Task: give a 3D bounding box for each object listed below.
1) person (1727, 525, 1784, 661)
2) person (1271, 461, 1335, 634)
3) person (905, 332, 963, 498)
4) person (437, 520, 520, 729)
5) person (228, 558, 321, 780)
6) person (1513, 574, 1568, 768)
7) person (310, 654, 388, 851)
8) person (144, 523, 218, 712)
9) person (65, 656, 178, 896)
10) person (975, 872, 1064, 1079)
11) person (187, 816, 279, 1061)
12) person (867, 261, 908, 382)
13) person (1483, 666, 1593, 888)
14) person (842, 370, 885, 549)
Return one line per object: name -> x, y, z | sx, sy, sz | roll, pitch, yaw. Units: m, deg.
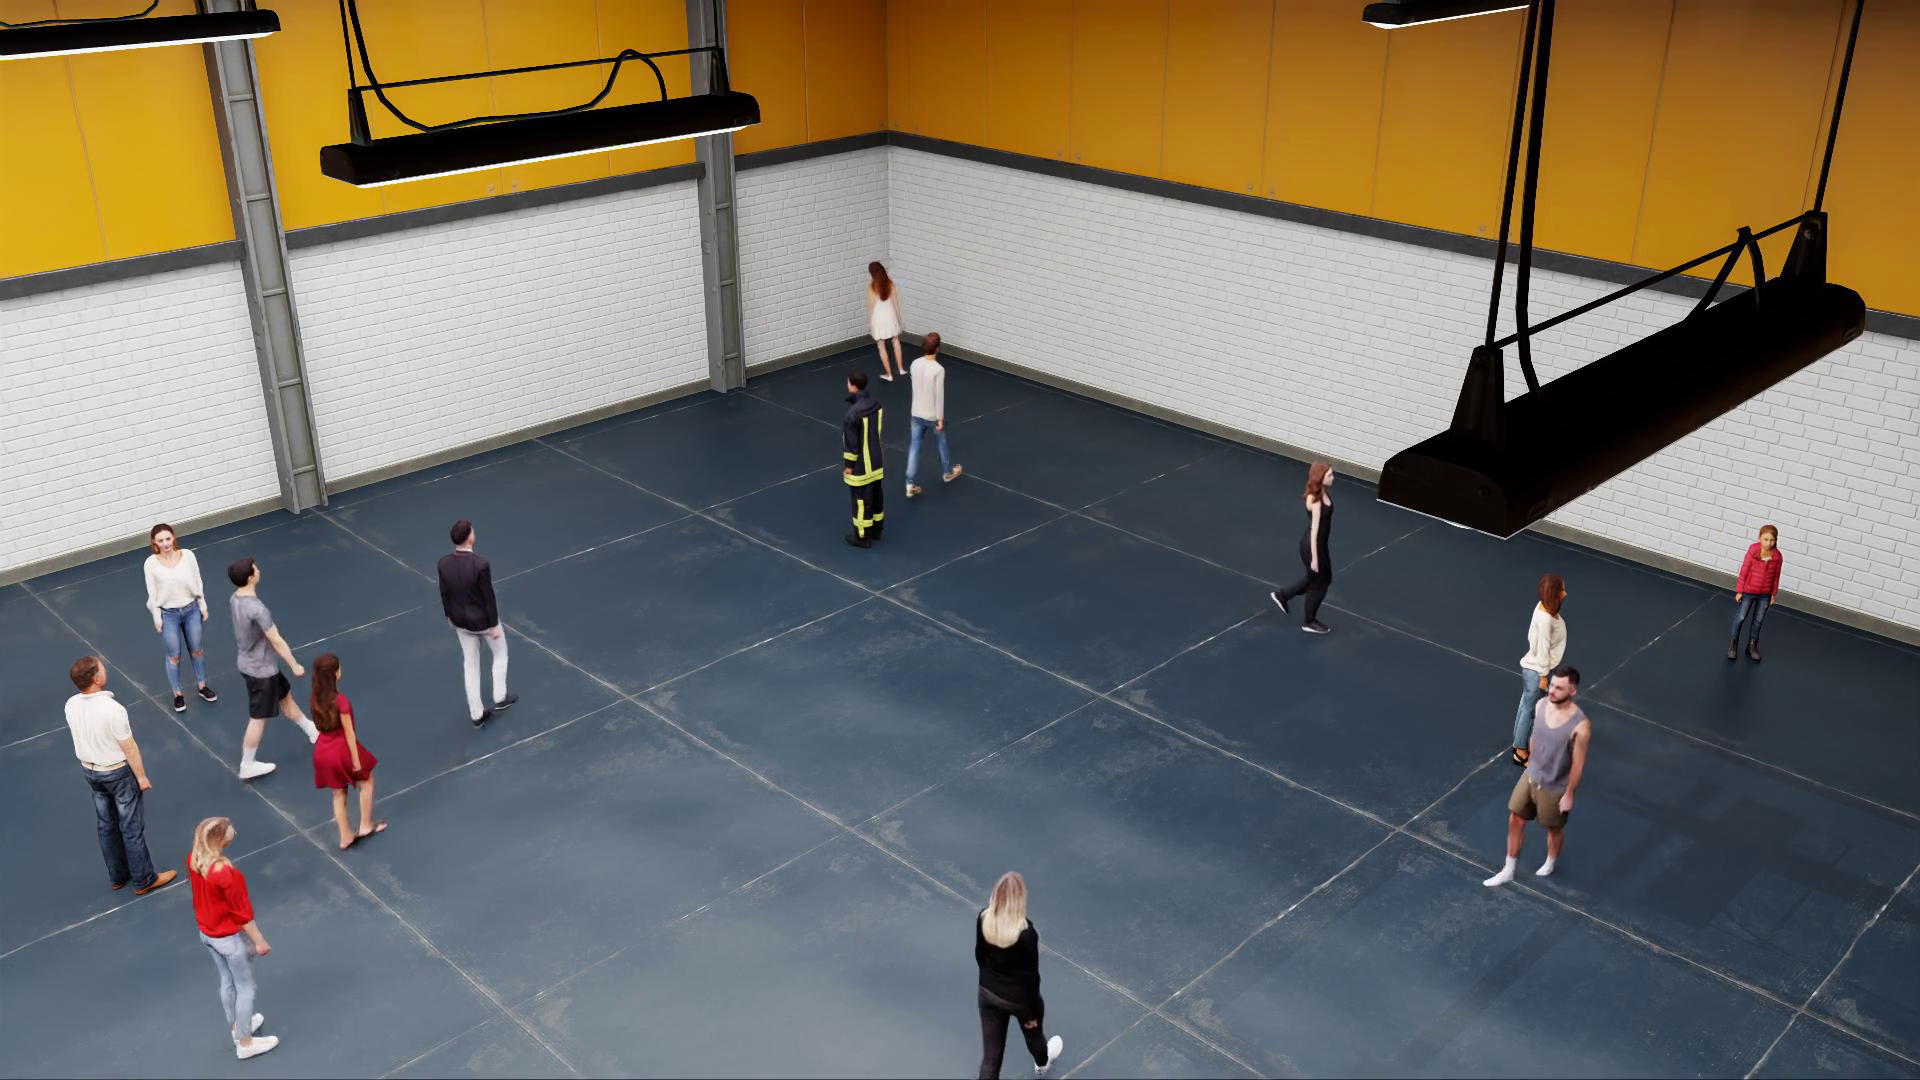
person -> 7.290, 0.467, 15.234 | 0.598, 1.318, 0.643 | 3, 24, 8
person -> 3.262, 0.053, 15.662 | 0.848, 1.732, 0.870 | 9, 25, 19
person -> -0.420, -1.366, 18.760 | 0.849, 1.851, 1.251 | 15, 28, 30
person -> -4.126, 0.738, 13.979 | 0.891, 1.827, 0.952 | 5, 24, 11
person -> -5.661, 1.054, 13.242 | 1.143, 1.837, 0.686 | -20, 31, -38
person -> 4.678, 1.042, 13.463 | 0.755, 1.683, 0.630 | 8, 25, 17
person -> -4.666, 1.614, 12.342 | 0.674, 1.533, 0.735 | 10, 25, 21
person -> -6.752, 0.641, 14.368 | 0.527, 1.691, 0.697 | -17, 29, -34
person -> -6.042, 1.669, 11.812 | 0.745, 1.856, 0.727 | 9, 25, 19
person -> 0.230, 2.728, 9.645 | 0.831, 1.650, 1.145 | 13, 27, 28
person -> -4.531, 2.429, 10.279 | 0.690, 1.690, 0.629 | 10, 26, 22
person -> -1.021, -2.969, 22.664 | 0.731, 1.661, 0.874 | -3, 24, -8
person -> 4.322, 1.703, 12.017 | 0.898, 1.831, 0.733 | -15, 28, -31
person -> -1.016, -0.872, 17.538 | 0.919, 1.926, 0.719 | 13, 27, 27
